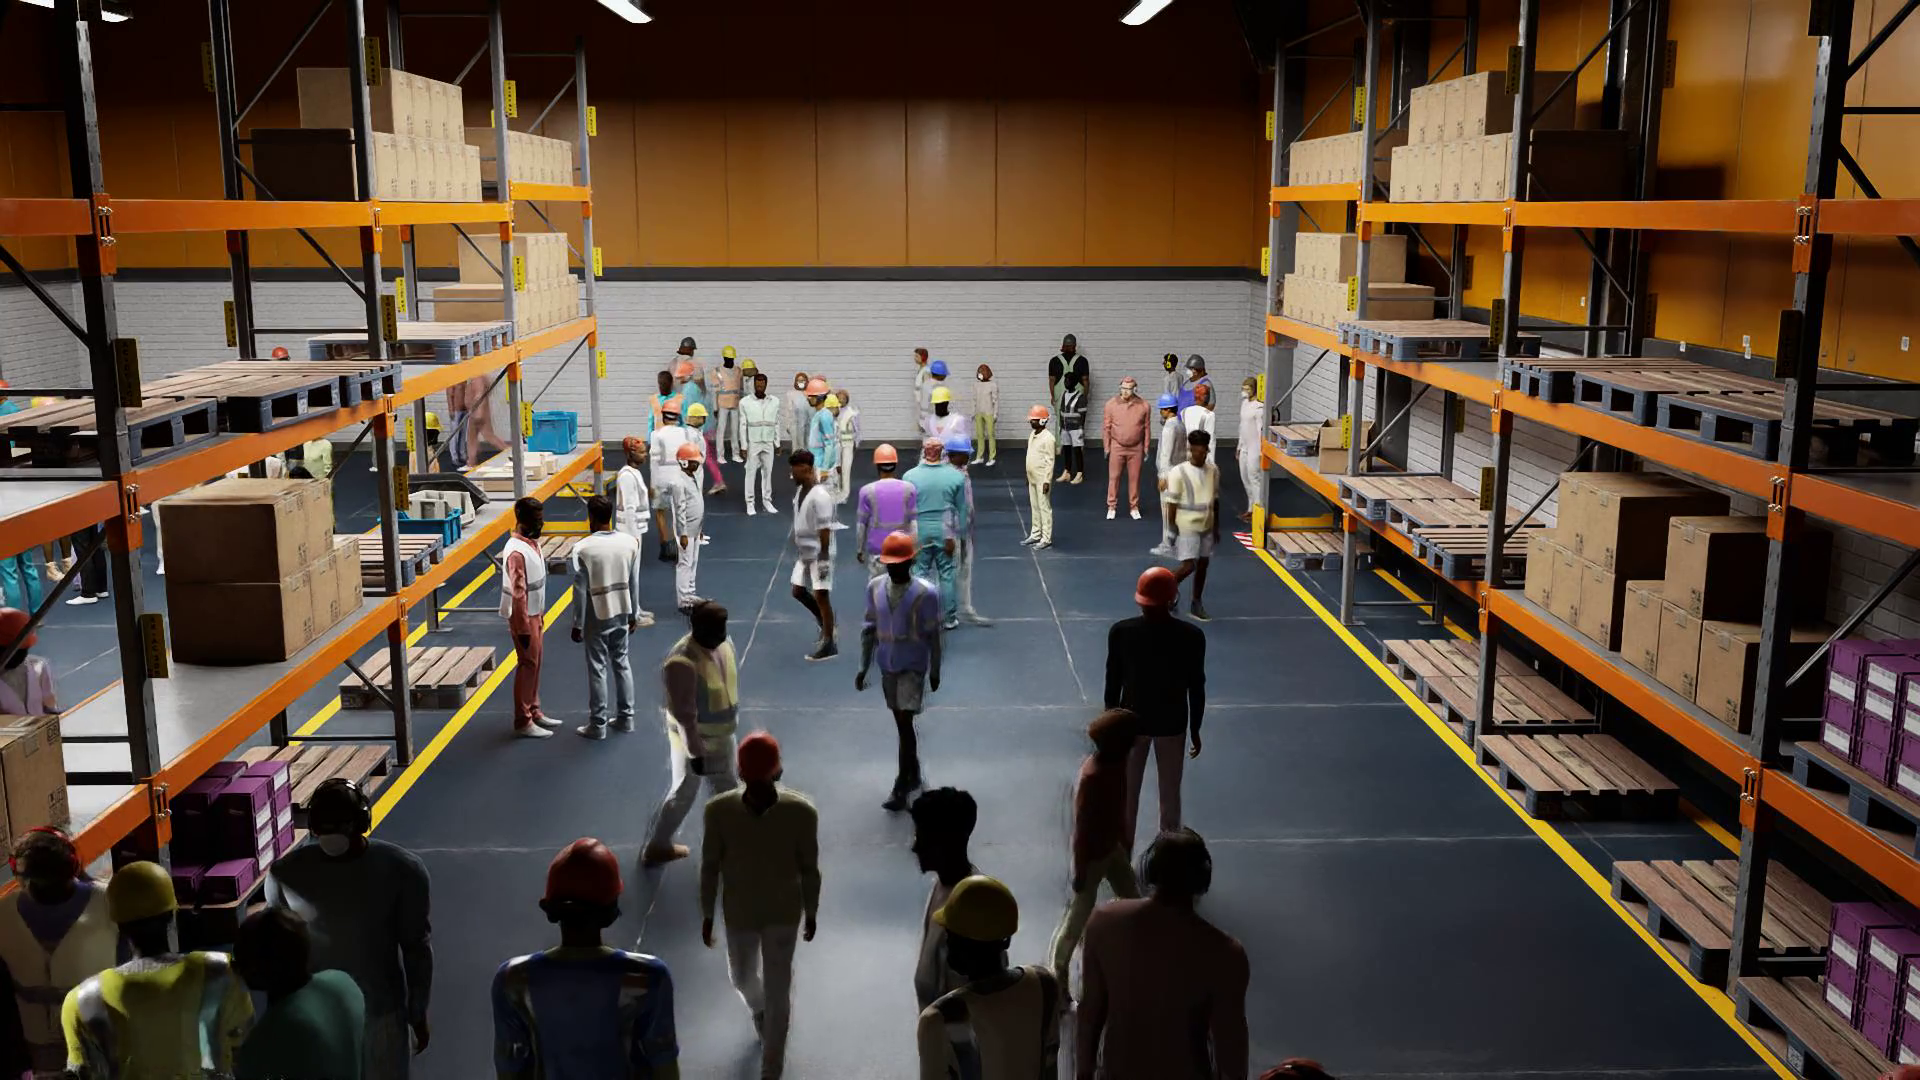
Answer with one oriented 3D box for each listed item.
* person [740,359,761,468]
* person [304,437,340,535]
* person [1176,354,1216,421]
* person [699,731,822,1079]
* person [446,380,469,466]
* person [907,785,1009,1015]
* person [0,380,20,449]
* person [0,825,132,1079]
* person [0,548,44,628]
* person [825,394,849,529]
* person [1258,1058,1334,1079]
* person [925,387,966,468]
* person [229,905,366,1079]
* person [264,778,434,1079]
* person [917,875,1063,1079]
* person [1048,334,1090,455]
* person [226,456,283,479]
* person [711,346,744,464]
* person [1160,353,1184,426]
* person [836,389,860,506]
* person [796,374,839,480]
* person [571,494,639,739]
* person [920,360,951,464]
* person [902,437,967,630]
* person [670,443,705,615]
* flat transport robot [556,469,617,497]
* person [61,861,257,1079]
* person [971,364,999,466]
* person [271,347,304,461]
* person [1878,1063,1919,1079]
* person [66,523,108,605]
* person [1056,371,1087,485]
[{"bbox_3d":[-3.338,-2.022,26.536,0.321,1.738,0.484,0,11,-1],"label":"person"},{"bbox_3d":[-7.480,-0.610,19.405,0.526,1.760,0.335,8,14,36],"label":"person"},{"bbox_3d":[3.324,-1.647,23.893,0.537,2.000,0.682,-5,13,-26],"label":"person"},{"bbox_3d":[-0.931,1.703,7.872,0.568,1.729,0.763,1,11,4],"label":"person"},{"bbox_3d":[-8.054,-2.086,26.785,0.312,1.769,0.522,4,12,19],"label":"person"},{"bbox_3d":[-0.003,1.888,6.393,0.399,1.957,0.614,-3,12,-12],"label":"person"},{"bbox_3d":[-13.271,-1.350,23.123,0.574,1.749,0.335,8,14,34],"label":"person"},{"bbox_3d":[-3.417,1.938,6.466,0.621,1.818,0.480,-1,11,-5],"label":"person"},{"bbox_3d":[-9.228,-0.007,16.157,0.349,1.846,0.506,5,12,22],"label":"person"},{"bbox_3d":[-1.659,-1.008,21.434,0.297,1.745,0.484,-7,13,-32],"label":"person"},{"bbox_3d":[0.861,2.299,4.506,0.574,1.881,0.357,8,14,36],"label":"person"},{"bbox_3d":[-0.158,-0.986,20.908,0.598,1.908,0.636,6,13,26],"label":"person"},{"bbox_3d":[-2.141,2.098,5.424,0.419,1.931,0.654,2,11,11],"label":"person"},{"bbox_3d":[-2.387,1.862,6.552,0.631,1.940,0.372,-2,11,-10],"label":"person"},{"bbox_3d":[0.081,2.051,5.627,0.593,1.929,0.359,-9,15,-39],"label":"person"},{"bbox_3d":[1.831,-2.445,27.892,0.684,2.000,0.538,1,11,7],"label":"person"},{"bbox_3d":[-7.279,-0.222,17.270,0.573,1.836,0.393,-10,15,-40],"label":"person"},{"bbox_3d":[-3.736,-2.188,26.920,0.592,1.918,0.400,-8,14,-35],"label":"person"},{"bbox_3d":[3.331,-1.990,26.087,0.351,1.859,0.508,8,14,36],"label":"person"},{"bbox_3d":[-1.667,-1.331,23.414,0.516,1.600,0.821,2,11,11],"label":"person"},{"bbox_3d":[-1.956,-1.339,22.749,0.698,1.884,0.524,-8,14,-36],"label":"person"},{"bbox_3d":[-2.755,0.595,12.996,0.404,1.908,0.596,9,14,39],"label":"person"},{"bbox_3d":[-0.381,-1.712,24.568,0.407,1.911,0.642,-5,12,-25],"label":"person"},{"bbox_3d":[-0.261,-0.058,16.263,0.654,1.906,0.406,-1,11,-3],"label":"person"},{"bbox_3d":[-2.751,-0.120,16.952,0.321,1.754,0.563,2,11,8],"label":"person"},{"bbox_3d":[-5.376,-0.832,24.260,0.652,0.197,1.431,1,11,3],"label":"flat transport robot"},{"bbox_3d":[-2.762,2.033,5.842,0.591,1.881,1.000,-5,12,-22],"label":"person"},{"bbox_3d":[0.400,-2.011,26.739,0.504,1.632,0.269,9,14,37],"label":"person"},{"bbox_3d":[-10.451,-1.994,25.772,0.402,1.988,0.620,7,13,32],"label":"person"},{"bbox_3d":[2.682,2.300,4.872,0.481,1.733,0.588,-6,13,-27],"label":"person"},{"bbox_3d":[-9.184,-0.284,17.346,0.373,1.925,0.585,1,11,3],"label":"person"},{"bbox_3d":[1.675,-1.681,24.916,0.320,1.698,0.538,-9,14,-38],"label":"person"}]
